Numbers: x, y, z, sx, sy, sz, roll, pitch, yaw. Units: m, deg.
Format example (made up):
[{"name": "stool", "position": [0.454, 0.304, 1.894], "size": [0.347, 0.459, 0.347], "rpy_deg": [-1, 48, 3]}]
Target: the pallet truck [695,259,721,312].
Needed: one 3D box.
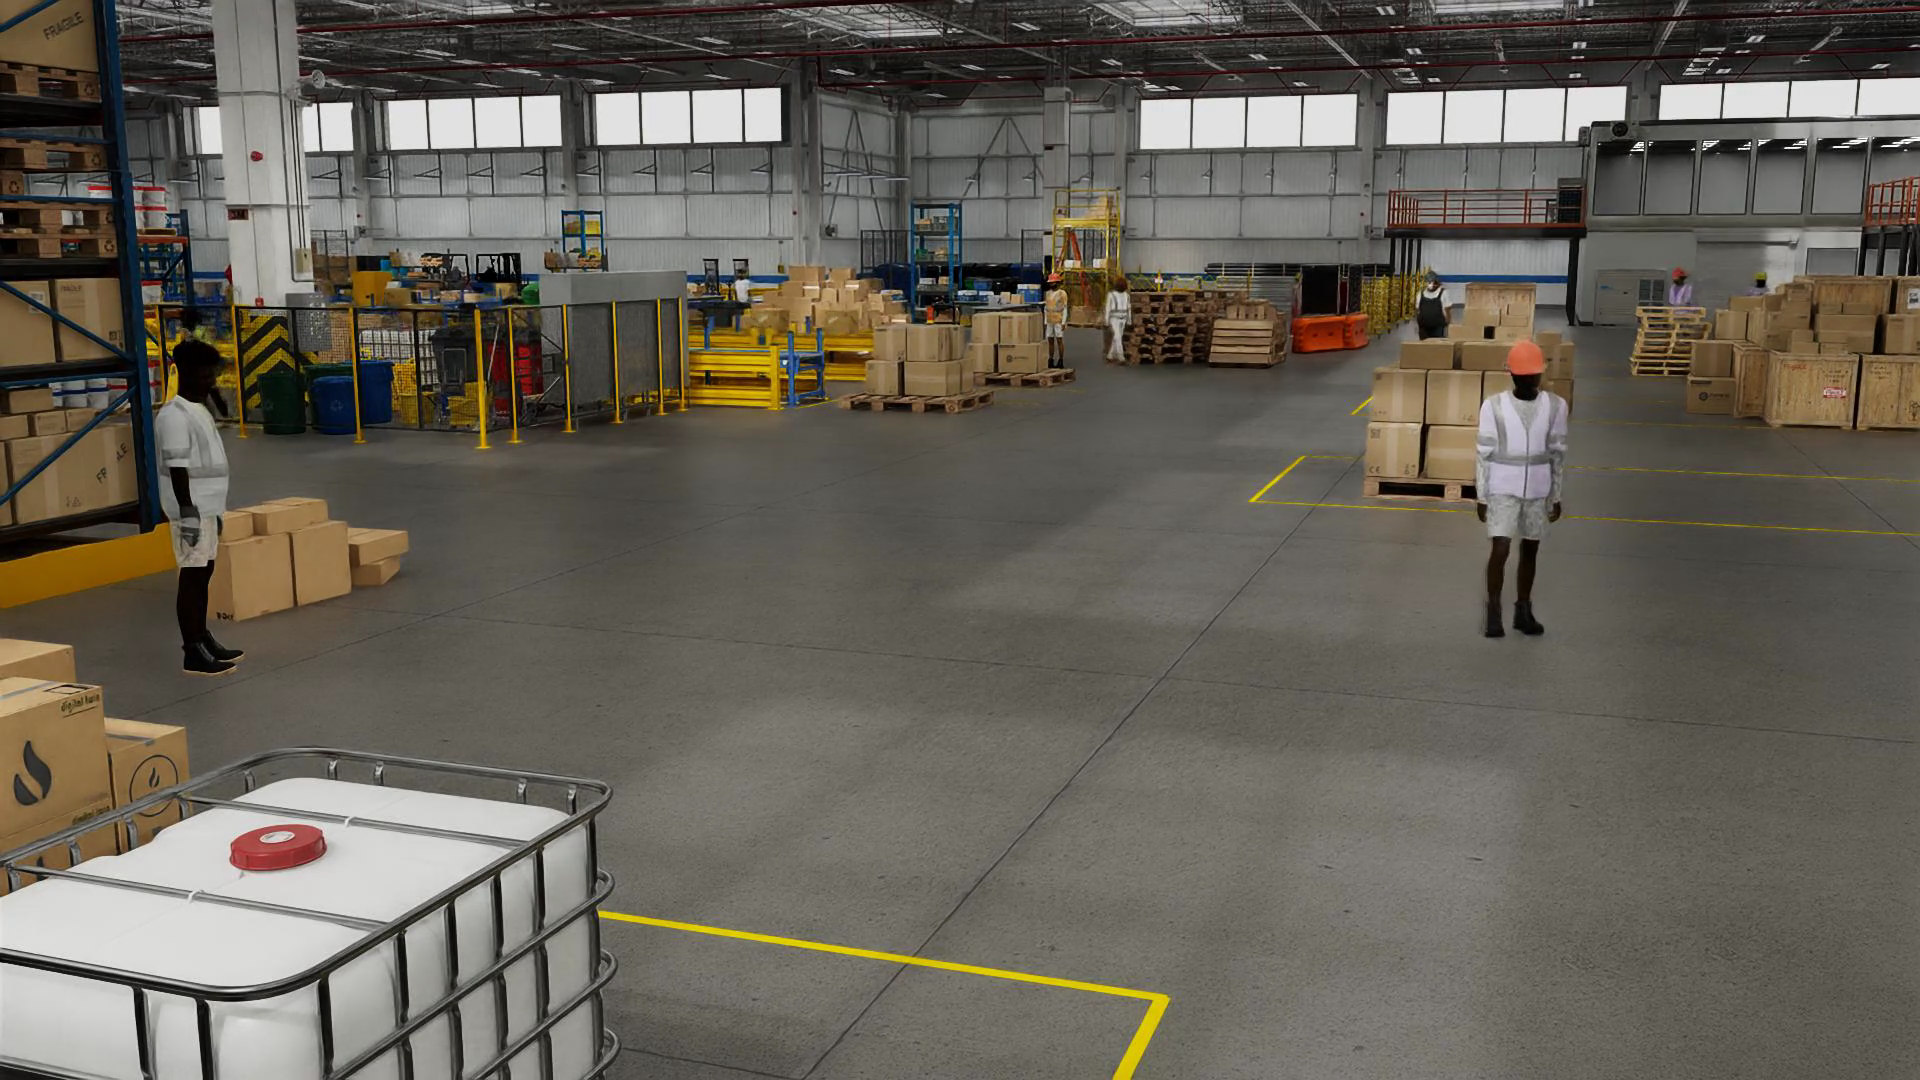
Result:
[{"name": "pallet truck", "position": [-9.165, -9.627, 62.776], "size": [0.823, 1.965, 1.885], "rpy_deg": [4, 11, 23]}]

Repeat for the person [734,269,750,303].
[{"name": "person", "position": [-6.114, -6.691, 46.751], "size": [0.539, 1.823, 0.976], "rpy_deg": [3, 10, 16]}]

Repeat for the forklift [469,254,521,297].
[{"name": "forklift", "position": [-17.990, -10.121, 64.684], "size": [1.157, 1.987, 2.680], "rpy_deg": [3, 11, 17]}]

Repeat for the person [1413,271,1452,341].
[{"name": "person", "position": [8.942, -4.112, 31.593], "size": [0.702, 2.000, 0.537], "rpy_deg": [6, 12, 29]}]

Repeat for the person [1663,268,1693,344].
[{"name": "person", "position": [15.154, -4.741, 35.239], "size": [1.006, 1.992, 0.628], "rpy_deg": [-6, 12, -30]}]

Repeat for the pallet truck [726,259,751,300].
[{"name": "pallet truck", "position": [-7.986, -9.493, 62.019], "size": [0.823, 1.965, 1.885], "rpy_deg": [3, 11, 17]}]

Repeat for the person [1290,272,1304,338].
[{"name": "person", "position": [9.074, -6.297, 44.681], "size": [0.330, 1.765, 0.533], "rpy_deg": [5, 11, 26]}]

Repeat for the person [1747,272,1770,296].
[{"name": "person", "position": [18.460, -5.275, 38.575], "size": [0.588, 1.891, 0.926], "rpy_deg": [-4, 11, -22]}]

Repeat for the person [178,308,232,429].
[{"name": "person", "position": [-10.279, -2.299, 22.480], "size": [0.759, 1.639, 0.543], "rpy_deg": [-7, 12, -34]}]

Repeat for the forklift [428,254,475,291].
[{"name": "forklift", "position": [-20.133, -10.254, 65.465], "size": [1.157, 1.987, 2.680], "rpy_deg": [3, 11, 19]}]

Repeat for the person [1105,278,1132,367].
[{"name": "person", "position": [3.275, -4.522, 34.520], "size": [0.578, 1.839, 0.964], "rpy_deg": [-7, 12, -33]}]

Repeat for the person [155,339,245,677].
[{"name": "person", "position": [-4.454, -0.189, 9.732], "size": [0.378, 1.959, 0.604], "rpy_deg": [-2, 10, -12]}]

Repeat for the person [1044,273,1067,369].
[{"name": "person", "position": [1.904, -4.429, 33.669], "size": [0.551, 1.934, 0.372], "rpy_deg": [9, 14, 42]}]

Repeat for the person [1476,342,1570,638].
[{"name": "person", "position": [3.552, -0.301, 10.544], "size": [0.543, 1.904, 0.559], "rpy_deg": [1, 10, 6]}]
